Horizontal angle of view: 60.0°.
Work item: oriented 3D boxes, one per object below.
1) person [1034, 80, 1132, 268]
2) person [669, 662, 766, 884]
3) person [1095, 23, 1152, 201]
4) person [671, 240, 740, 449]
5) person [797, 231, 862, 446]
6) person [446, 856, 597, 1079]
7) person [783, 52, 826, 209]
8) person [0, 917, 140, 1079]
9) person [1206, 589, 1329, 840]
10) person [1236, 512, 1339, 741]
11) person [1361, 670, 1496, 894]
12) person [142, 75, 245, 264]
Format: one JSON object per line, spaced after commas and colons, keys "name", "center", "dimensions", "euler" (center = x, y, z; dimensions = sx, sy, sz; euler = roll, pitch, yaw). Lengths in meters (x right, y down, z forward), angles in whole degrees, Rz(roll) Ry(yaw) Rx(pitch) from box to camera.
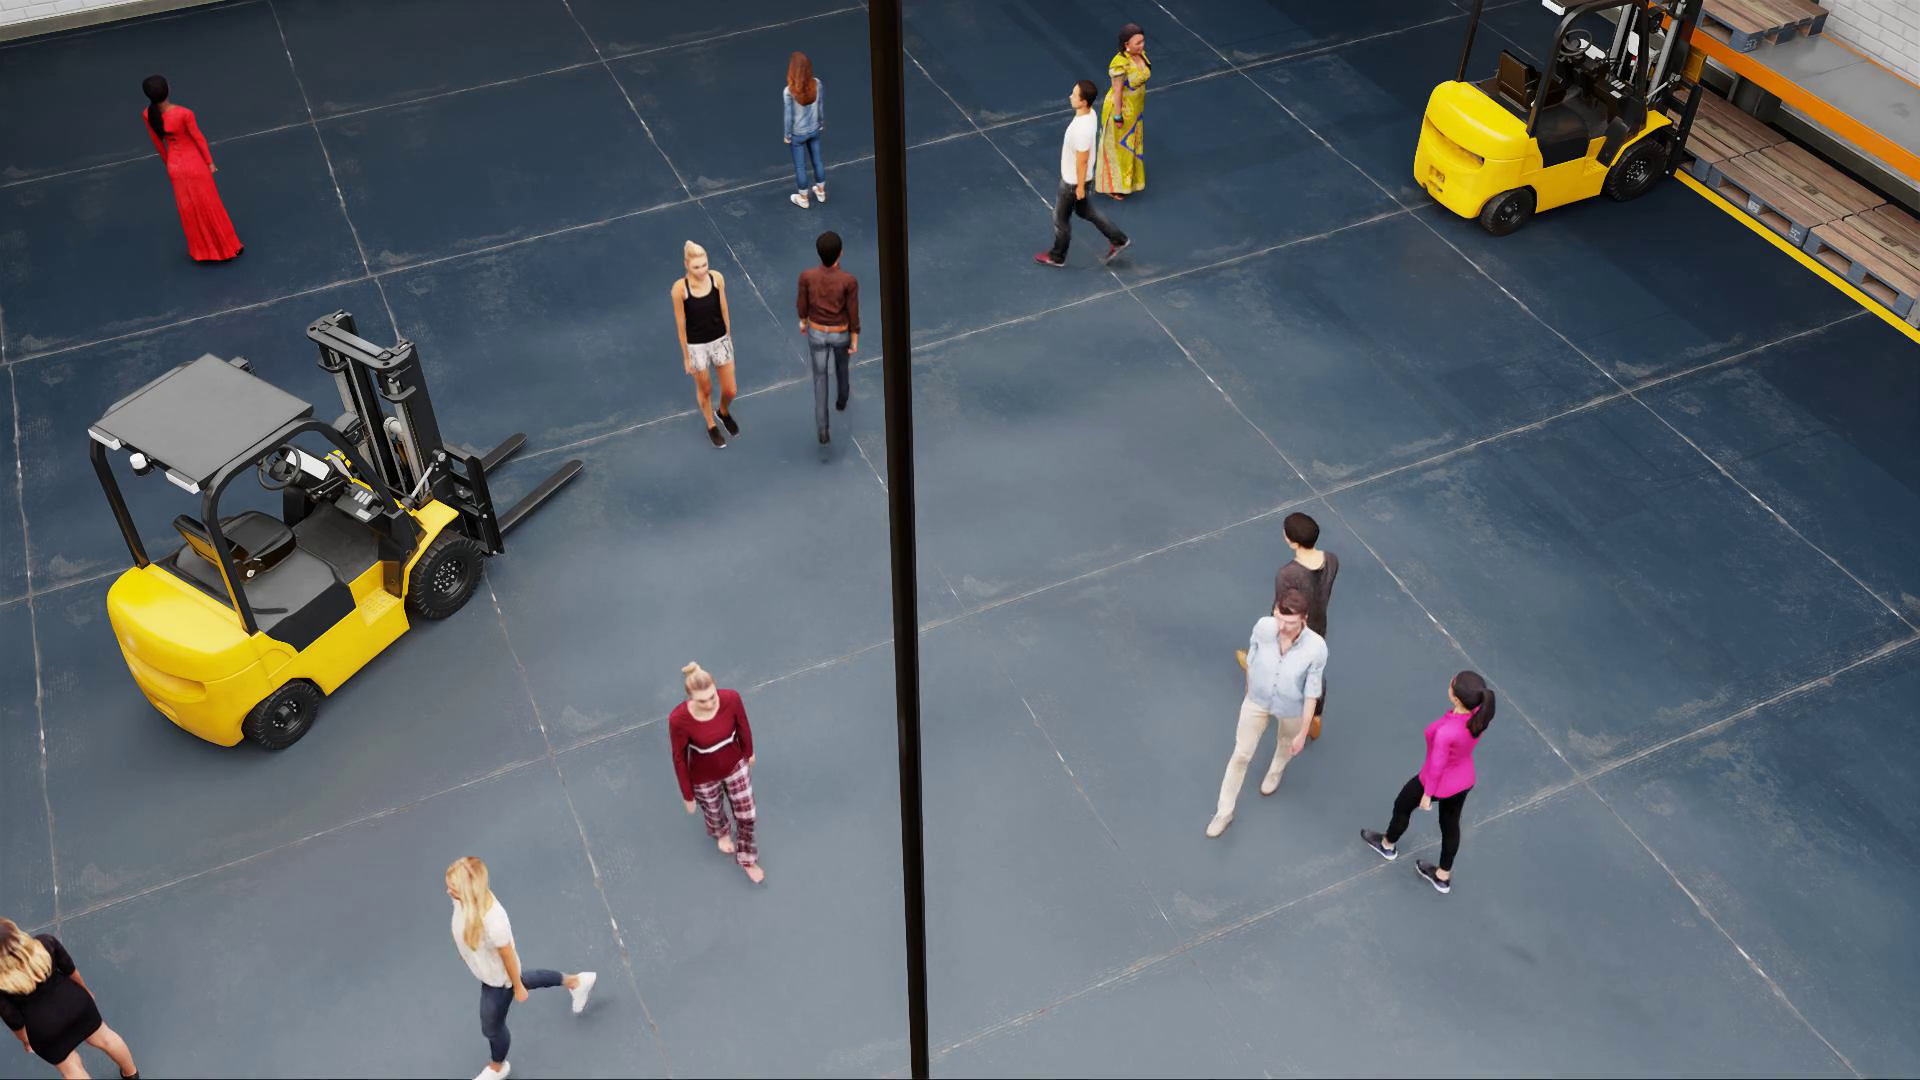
{"name": "person", "center": [1.103, -3.111, 14.285], "dimensions": [1.077, 1.782, 1.123], "euler": [6, 44, 6]}
{"name": "person", "center": [-1.452, 1.281, 9.738], "dimensions": [0.662, 1.683, 0.777], "euler": [-19, 47, -19]}
{"name": "person", "center": [1.515, -3.957, 15.261], "dimensions": [1.027, 1.660, 1.003], "euler": [21, 48, 21]}
{"name": "person", "center": [-1.955, -1.528, 12.577], "dimensions": [0.579, 1.834, 0.595], "euler": [-19, 47, -19]}
{"name": "person", "center": [-1.010, -1.503, 12.611], "dimensions": [0.982, 1.751, 1.205], "euler": [1, 44, 2]}
{"name": "person", "center": [-2.350, 2.191, 8.711], "dimensions": [0.861, 1.782, 1.118], "euler": [-30, 51, -28]}
{"name": "person", "center": [-1.415, -3.737, 15.158], "dimensions": [0.598, 1.473, 0.543], "euler": [-27, 50, -26]}
{"name": "person", "center": [-4.629, 2.444, 8.523], "dimensions": [0.627, 1.675, 0.613], "euler": [24, 49, 23]}
{"name": "person", "center": [1.959, 0.924, 10.017], "dimensions": [1.107, 1.815, 1.102], "euler": [20, 47, 19]}
{"name": "person", "center": [2.184, 0.579, 10.491], "dimensions": [0.687, 1.661, 1.081], "euler": [-13, 45, -14]}
{"name": "person", "center": [2.860, 1.445, 9.578], "dimensions": [0.685, 1.677, 0.881], "euler": [-25, 49, -24]}
{"name": "person", "center": [-6.670, -3.190, 14.366], "dimensions": [0.714, 1.784, 0.736], "euler": [3, 44, 3]}
